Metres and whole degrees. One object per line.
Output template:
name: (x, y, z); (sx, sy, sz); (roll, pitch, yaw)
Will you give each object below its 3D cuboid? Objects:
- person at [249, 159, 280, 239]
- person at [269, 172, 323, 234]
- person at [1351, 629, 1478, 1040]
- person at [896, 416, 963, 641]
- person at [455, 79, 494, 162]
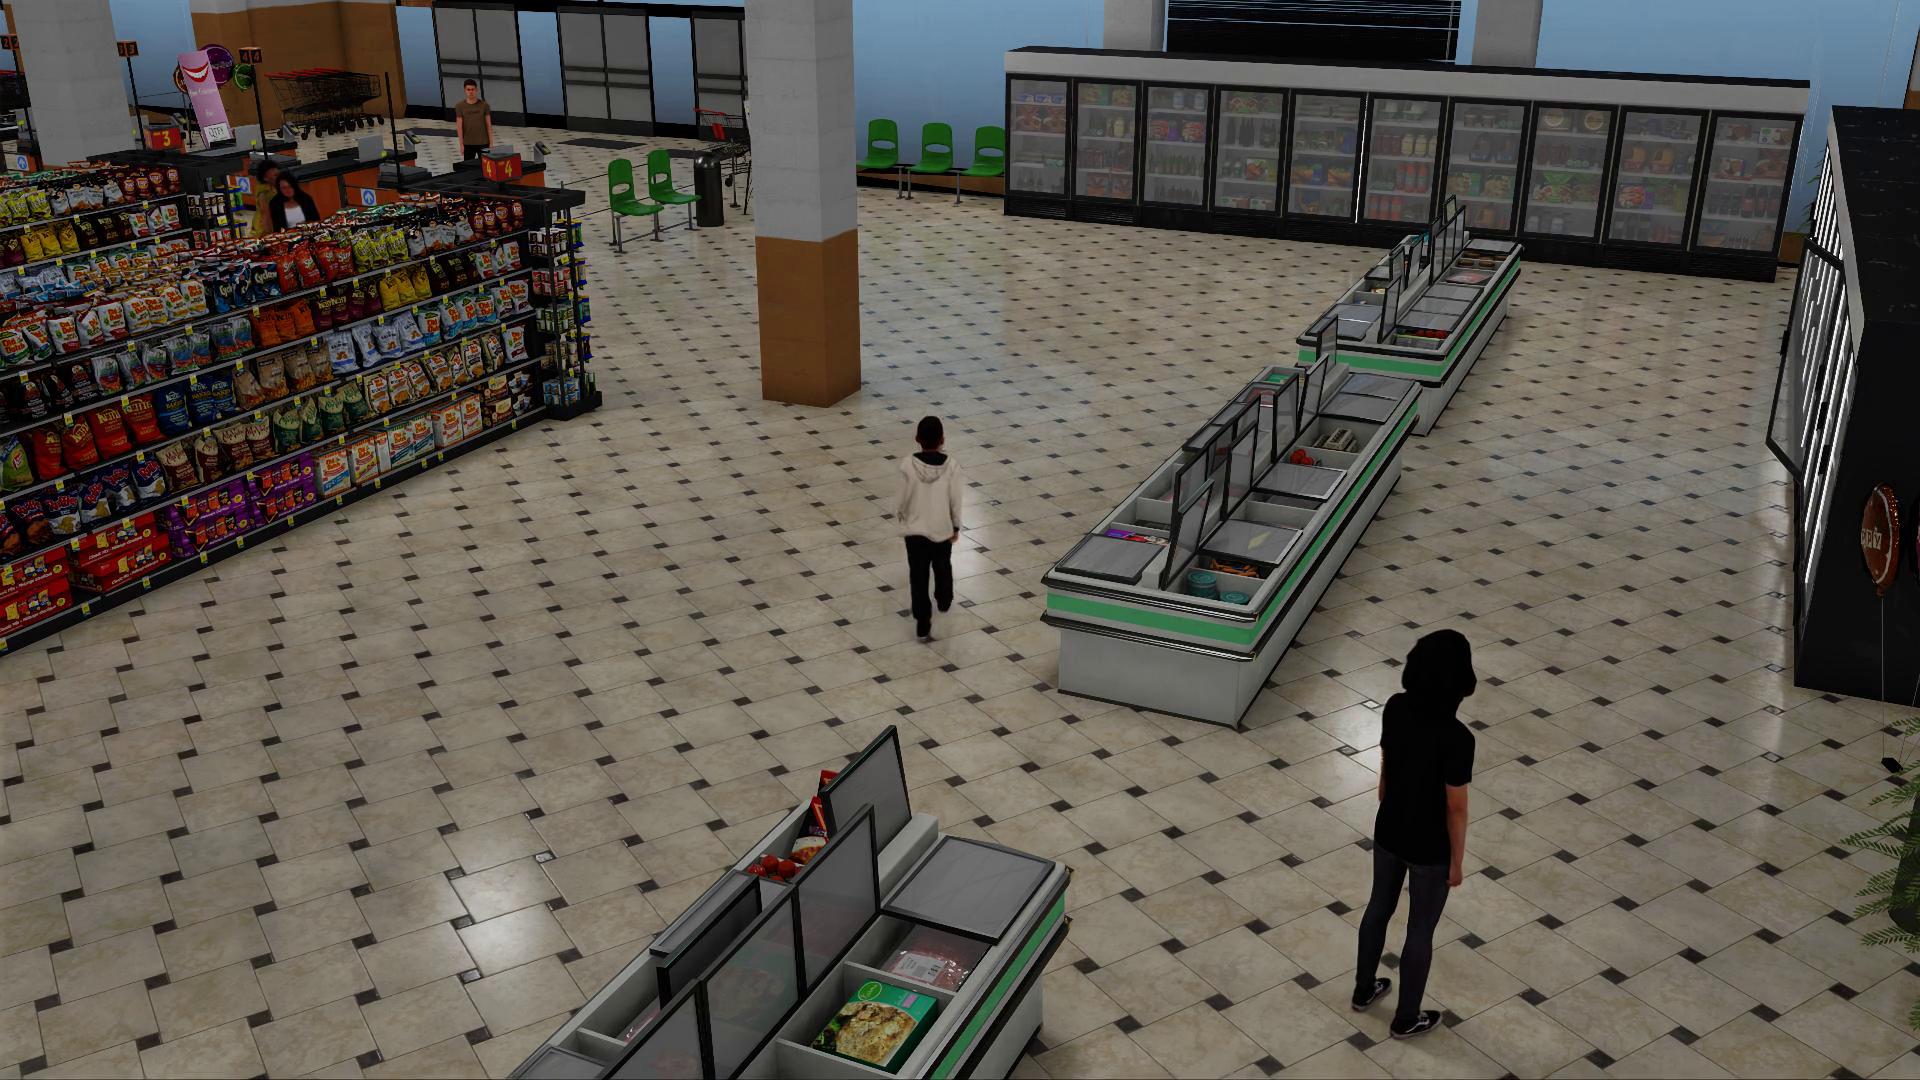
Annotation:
person: (-7.939, -3.495, 18.970); (1.451, 1.605, 1.353); (-11, 24, -25)
person: (-7.394, -3.302, 18.564); (1.150, 1.549, 1.040); (-18, 28, -37)
person: (1.887, 1.221, 6.936); (0.712, 1.826, 0.702); (-14, 26, -31)
person: (-0.209, -0.045, 10.627); (0.787, 1.425, 0.970); (1, 22, 2)
person: (-7.107, -5.820, 24.426); (0.733, 1.851, 0.800); (-9, 23, -20)
